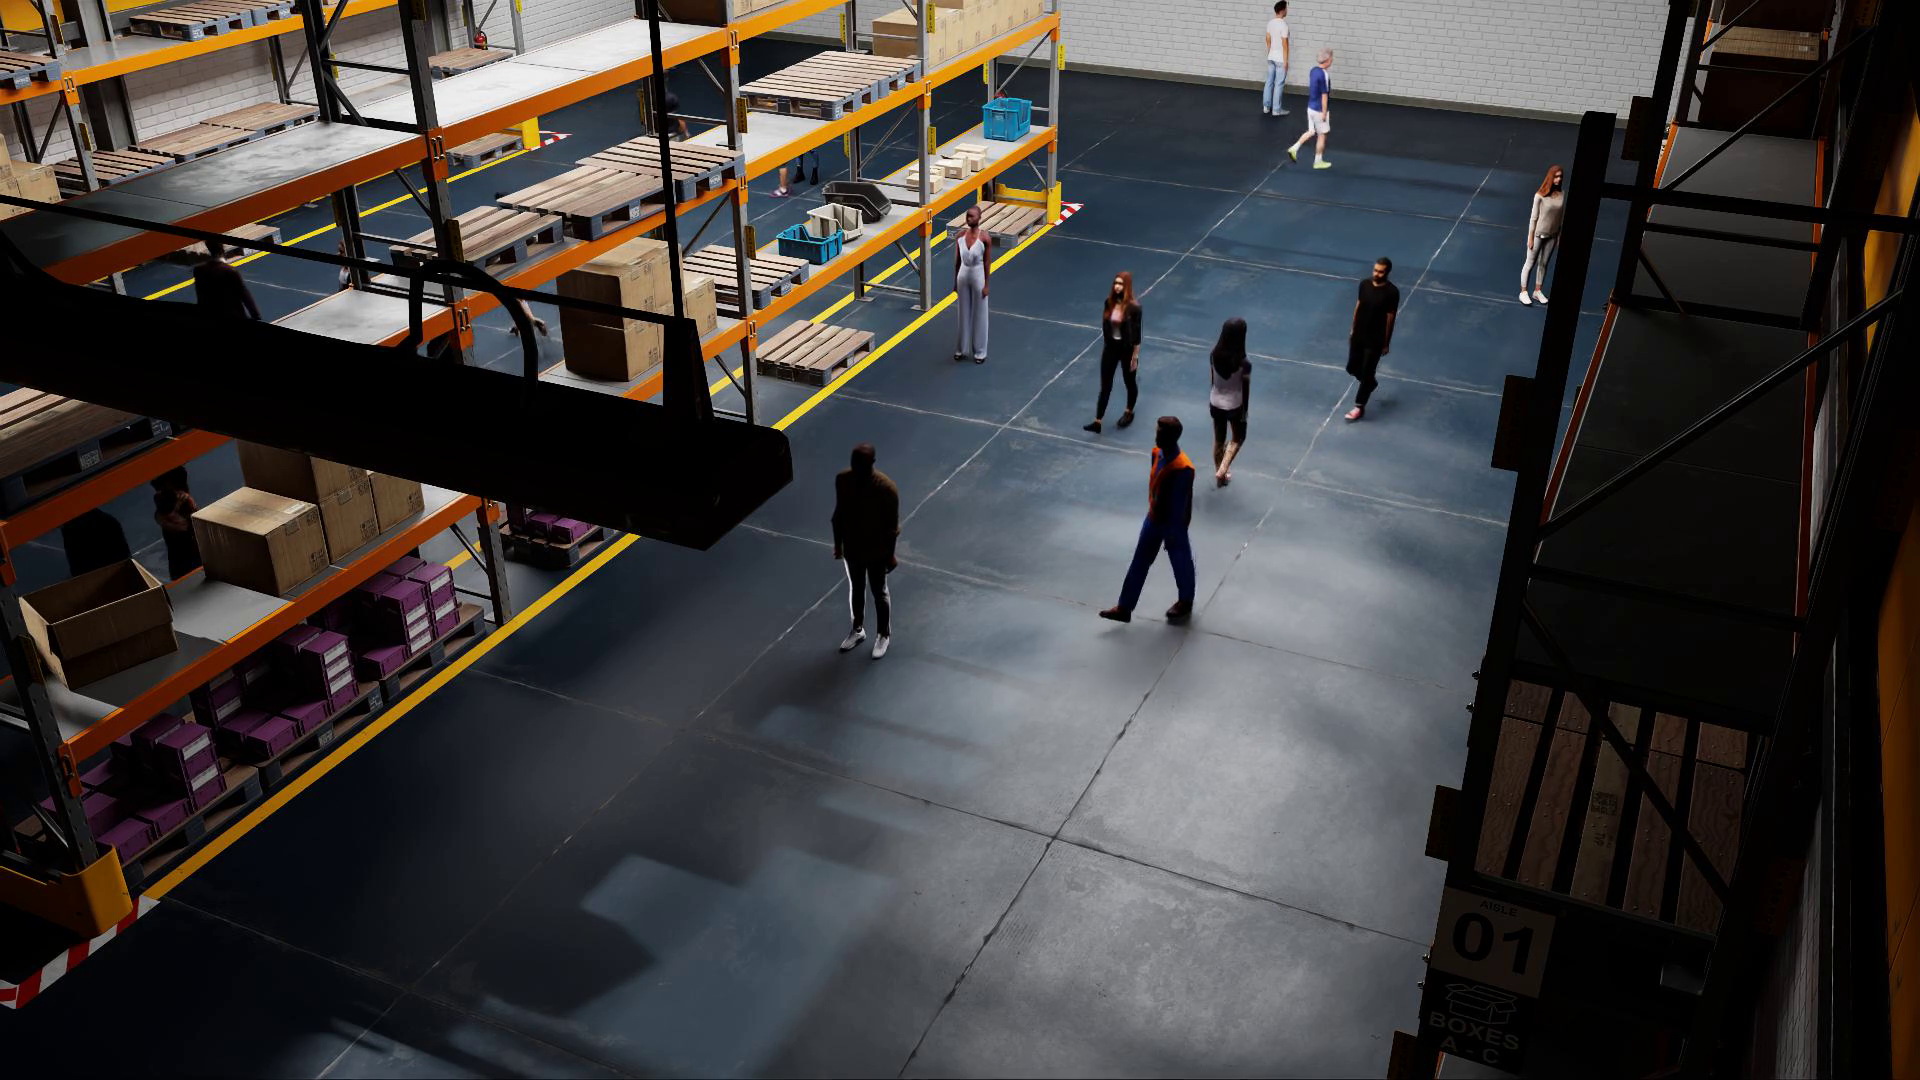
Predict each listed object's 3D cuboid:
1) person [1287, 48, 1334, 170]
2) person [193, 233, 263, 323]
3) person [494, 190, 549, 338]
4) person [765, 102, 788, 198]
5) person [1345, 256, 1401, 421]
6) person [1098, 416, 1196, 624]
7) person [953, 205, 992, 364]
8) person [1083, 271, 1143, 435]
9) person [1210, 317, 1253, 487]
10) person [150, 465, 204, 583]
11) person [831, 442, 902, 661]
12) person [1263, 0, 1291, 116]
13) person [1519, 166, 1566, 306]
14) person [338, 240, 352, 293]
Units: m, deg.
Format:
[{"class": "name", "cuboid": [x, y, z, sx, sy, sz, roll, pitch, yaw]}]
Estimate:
[{"class": "person", "cuboid": [5.334, -6.491, 25.069, 1.042, 1.824, 0.999, -8, 30, -14]}, {"class": "person", "cuboid": [-7.629, -2.228, 17.255, 0.906, 1.822, 1.213, 5, 29, 9]}, {"class": "person", "cuboid": [-5.018, -3.042, 18.834, 1.126, 1.737, 0.976, -20, 34, -32]}, {"class": "person", "cuboid": [-2.595, -5.824, 23.967, 0.775, 1.708, 0.736, -14, 32, -24]}, {"class": "person", "cuboid": [4.269, -2.102, 17.106, 0.972, 1.743, 0.848, -21, 35, -33]}, {"class": "person", "cuboid": [1.757, -0.151, 13.443, 1.231, 1.825, 1.078, -17, 33, -29]}, {"class": "person", "cuboid": [0.141, -2.831, 18.401, 0.565, 1.783, 0.463, 12, 31, 22]}, {"class": "person", "cuboid": [1.689, -1.922, 16.837, 0.743, 1.685, 1.071, 18, 33, 30]}, {"class": "person", "cuboid": [2.467, -1.253, 15.599, 0.646, 1.695, 0.746, 19, 34, 31]}, {"class": "person", "cuboid": [-5.933, 0.143, 12.957, 0.587, 1.775, 0.901, 12, 31, 21]}, {"class": "person", "cuboid": [-0.734, 0.054, 13.068, 0.716, 1.825, 0.546, 12, 31, 21]}, {"class": "person", "cuboid": [5.353, -8.127, 28.021, 0.777, 1.867, 0.759, -15, 32, -26]}, {"class": "person", "cuboid": [7.027, -3.688, 20.049, 0.661, 1.709, 0.705, -7, 29, -12]}, {"class": "person", "cuboid": [-6.545, -2.530, 18.086, 0.653, 1.556, 0.618, -23, 36, -35]}]
